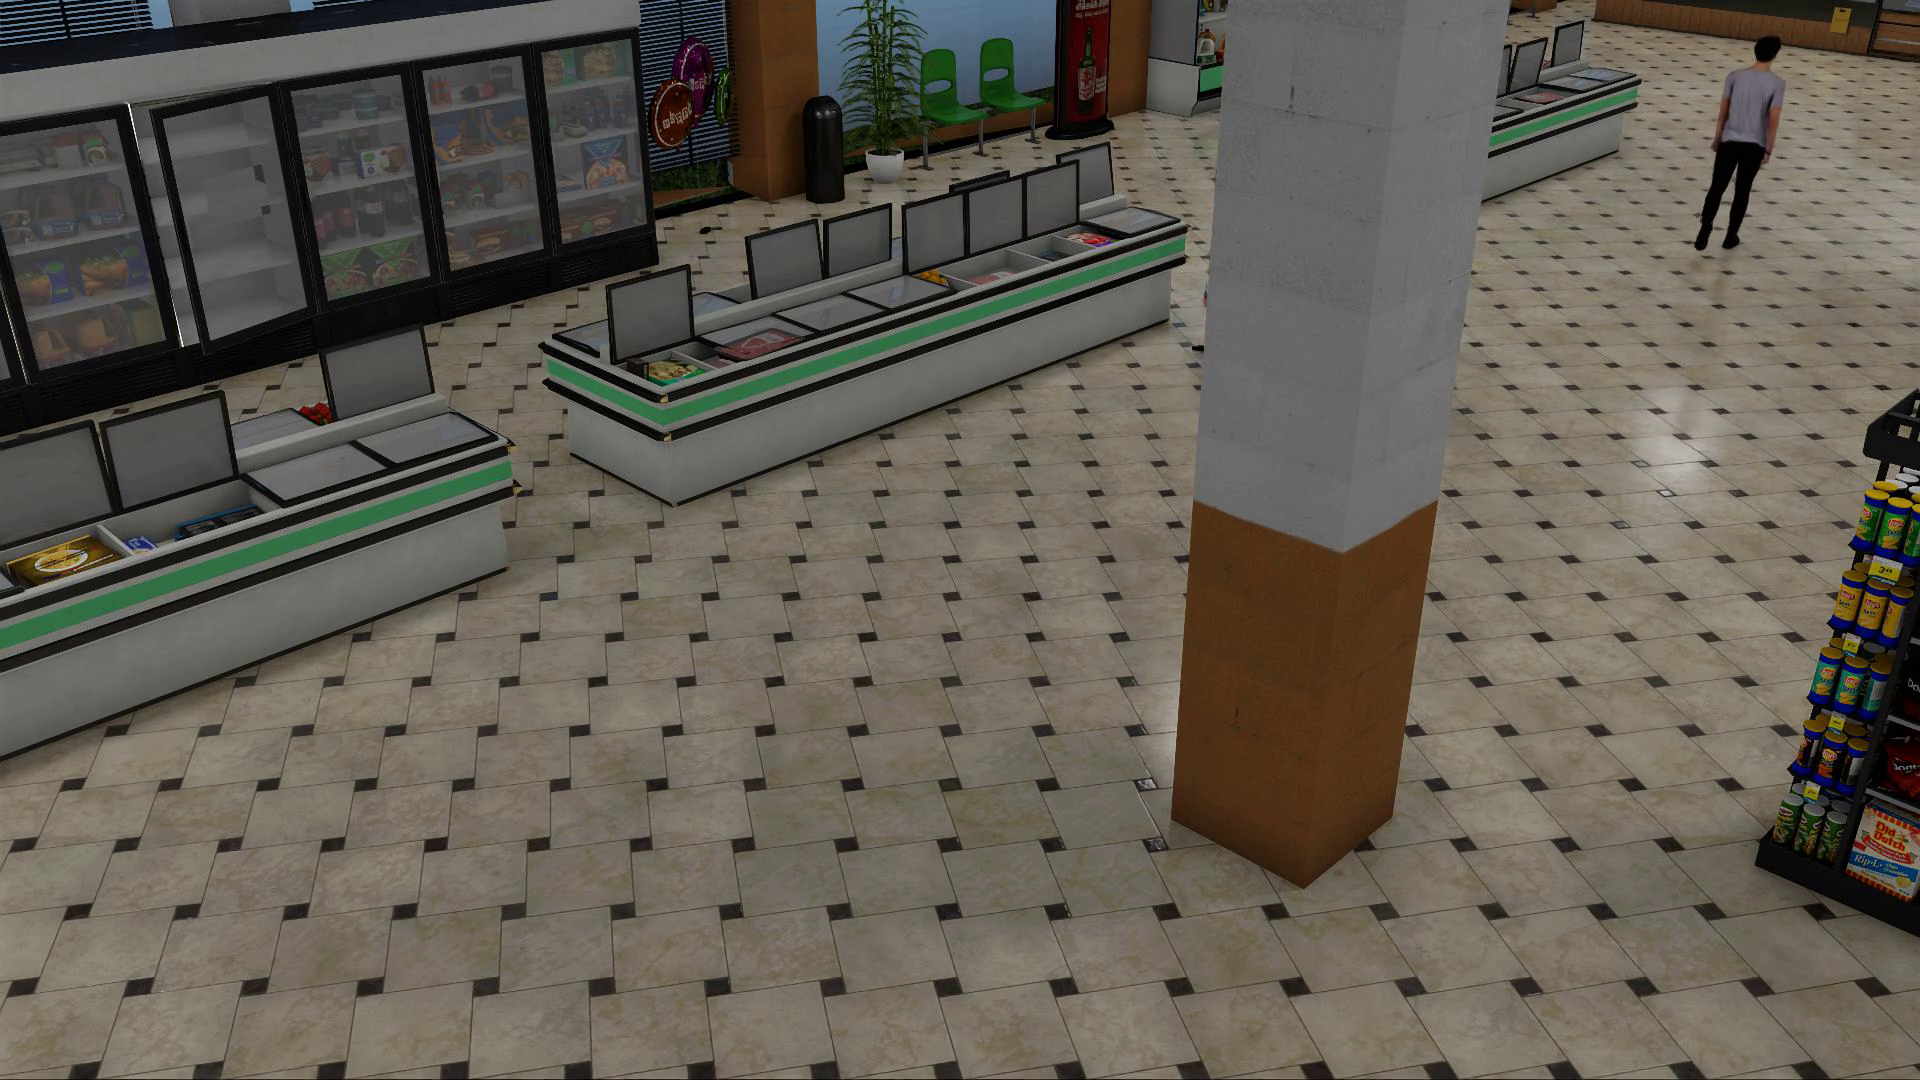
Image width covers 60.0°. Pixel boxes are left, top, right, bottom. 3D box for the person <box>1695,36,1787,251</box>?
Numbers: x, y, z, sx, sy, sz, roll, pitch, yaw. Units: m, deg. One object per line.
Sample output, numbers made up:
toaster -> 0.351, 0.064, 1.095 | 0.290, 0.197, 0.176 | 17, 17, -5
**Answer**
person -> 6.720, -3.391, 14.371 | 0.765, 1.848, 1.033 | 19, 33, 33
